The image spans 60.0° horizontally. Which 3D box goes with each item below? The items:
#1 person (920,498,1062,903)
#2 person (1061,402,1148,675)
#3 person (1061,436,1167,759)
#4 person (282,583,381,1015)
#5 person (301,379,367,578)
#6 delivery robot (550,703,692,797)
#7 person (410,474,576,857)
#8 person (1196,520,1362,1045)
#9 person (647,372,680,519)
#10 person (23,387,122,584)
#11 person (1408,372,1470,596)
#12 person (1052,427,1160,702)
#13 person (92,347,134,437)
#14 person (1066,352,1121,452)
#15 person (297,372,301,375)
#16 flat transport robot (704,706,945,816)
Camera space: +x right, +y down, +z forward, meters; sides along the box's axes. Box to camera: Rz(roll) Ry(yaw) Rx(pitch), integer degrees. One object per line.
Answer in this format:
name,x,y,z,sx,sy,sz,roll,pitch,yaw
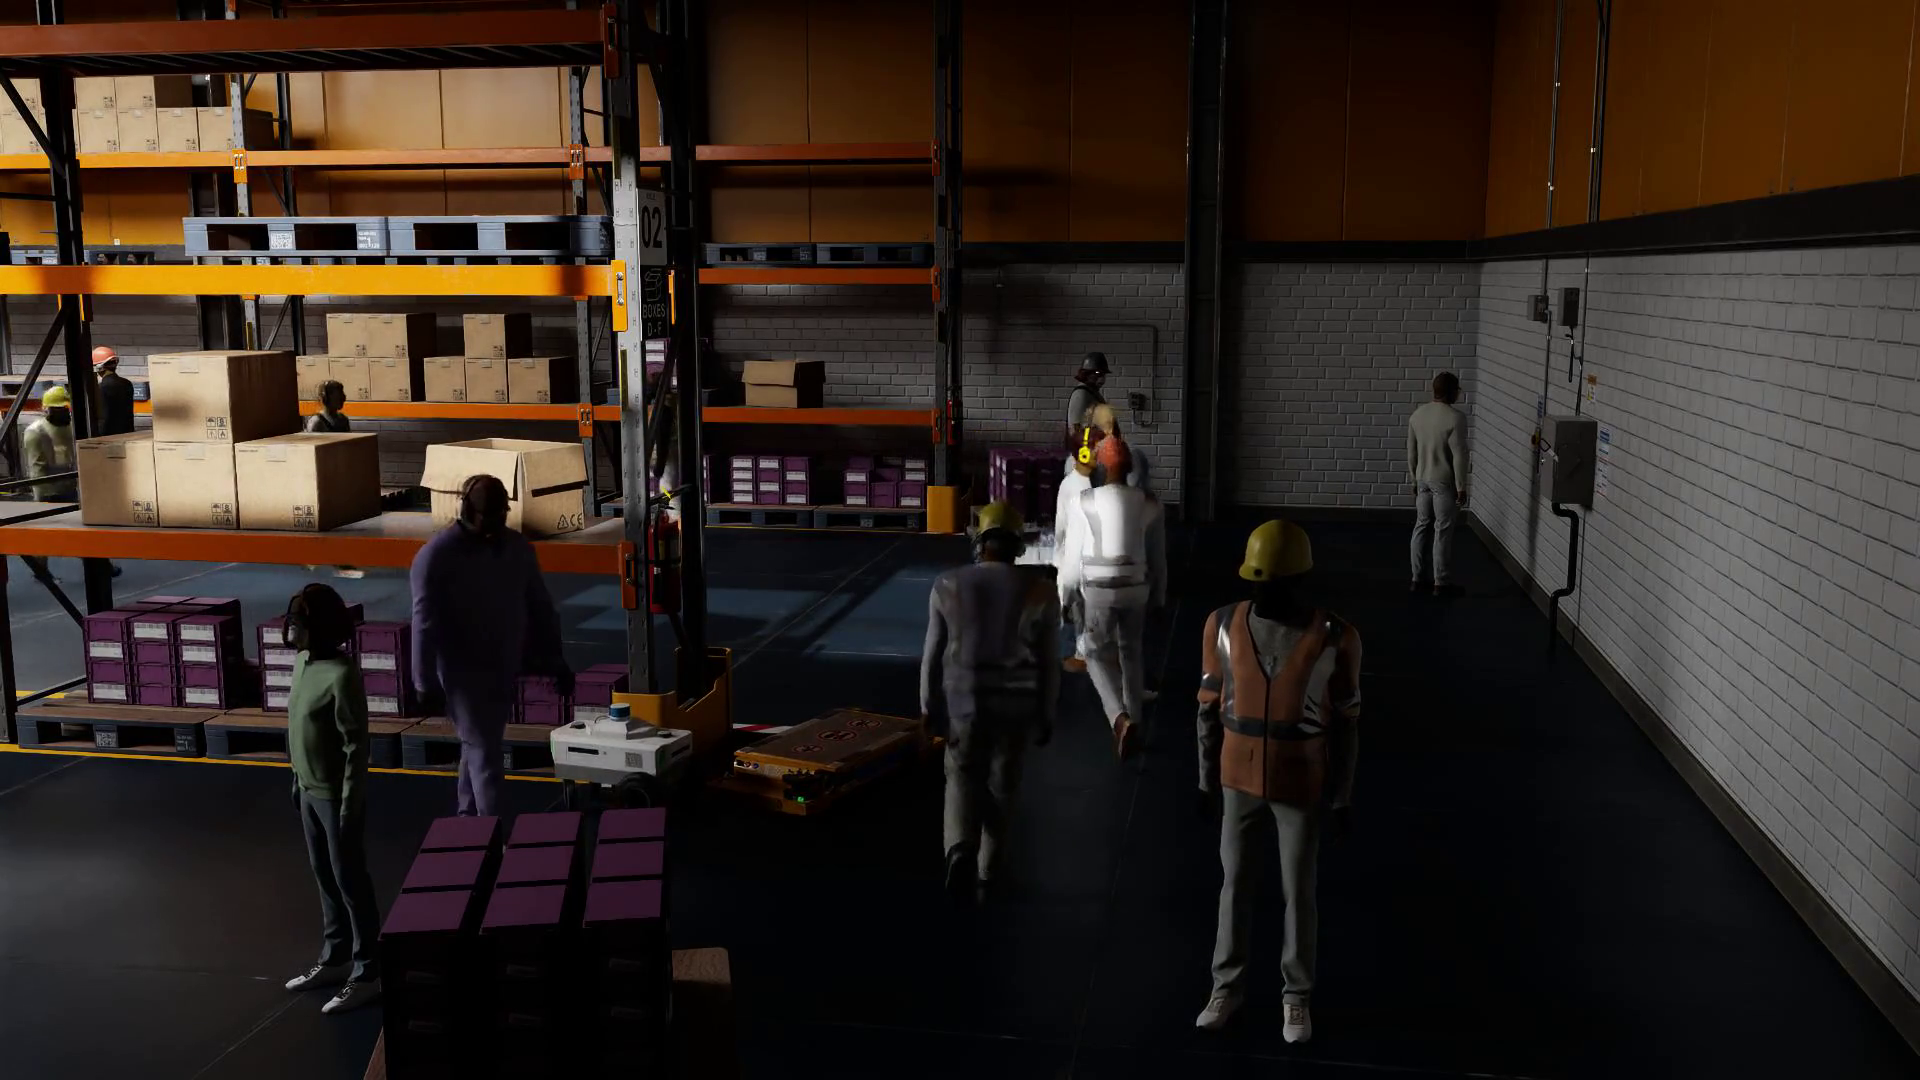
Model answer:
person,0.133,0.729,7.294,0.619,1.803,0.604,1,9,6
person,0.978,0.010,11.421,0.699,1.921,0.635,-4,10,-21
person,0.912,0.345,9.504,0.608,1.866,0.660,-2,9,-12
person,-2.409,0.968,6.331,0.278,1.636,0.505,-9,13,-44
person,-5.744,-0.550,15.157,0.555,1.830,0.514,2,9,13
delivery robot,-1.759,1.089,8.632,0.707,0.478,0.477,3,10,20
person,-2.155,0.620,7.759,0.855,1.859,0.680,6,11,33
person,1.140,0.872,6.044,0.586,1.921,0.383,4,10,23
person,-2.989,-0.827,17.026,0.539,1.798,0.772,0,9,0
person,-7.960,-0.467,14.798,0.940,1.783,0.590,4,10,21
person,4.153,-0.488,14.424,0.354,1.938,0.636,-5,10,-29
person,0.767,0.171,10.714,0.982,1.814,0.482,2,9,13
person,-9.188,-1.096,18.057,0.393,1.985,0.611,1,9,3
person,1.297,-0.812,16.120,0.536,2.000,0.676,1,9,8
person,-6.883,-0.899,16.985,0.374,1.935,0.552,-5,10,-28
flat transport robot,-0.713,1.190,9.175,0.652,0.197,1.431,5,10,28
